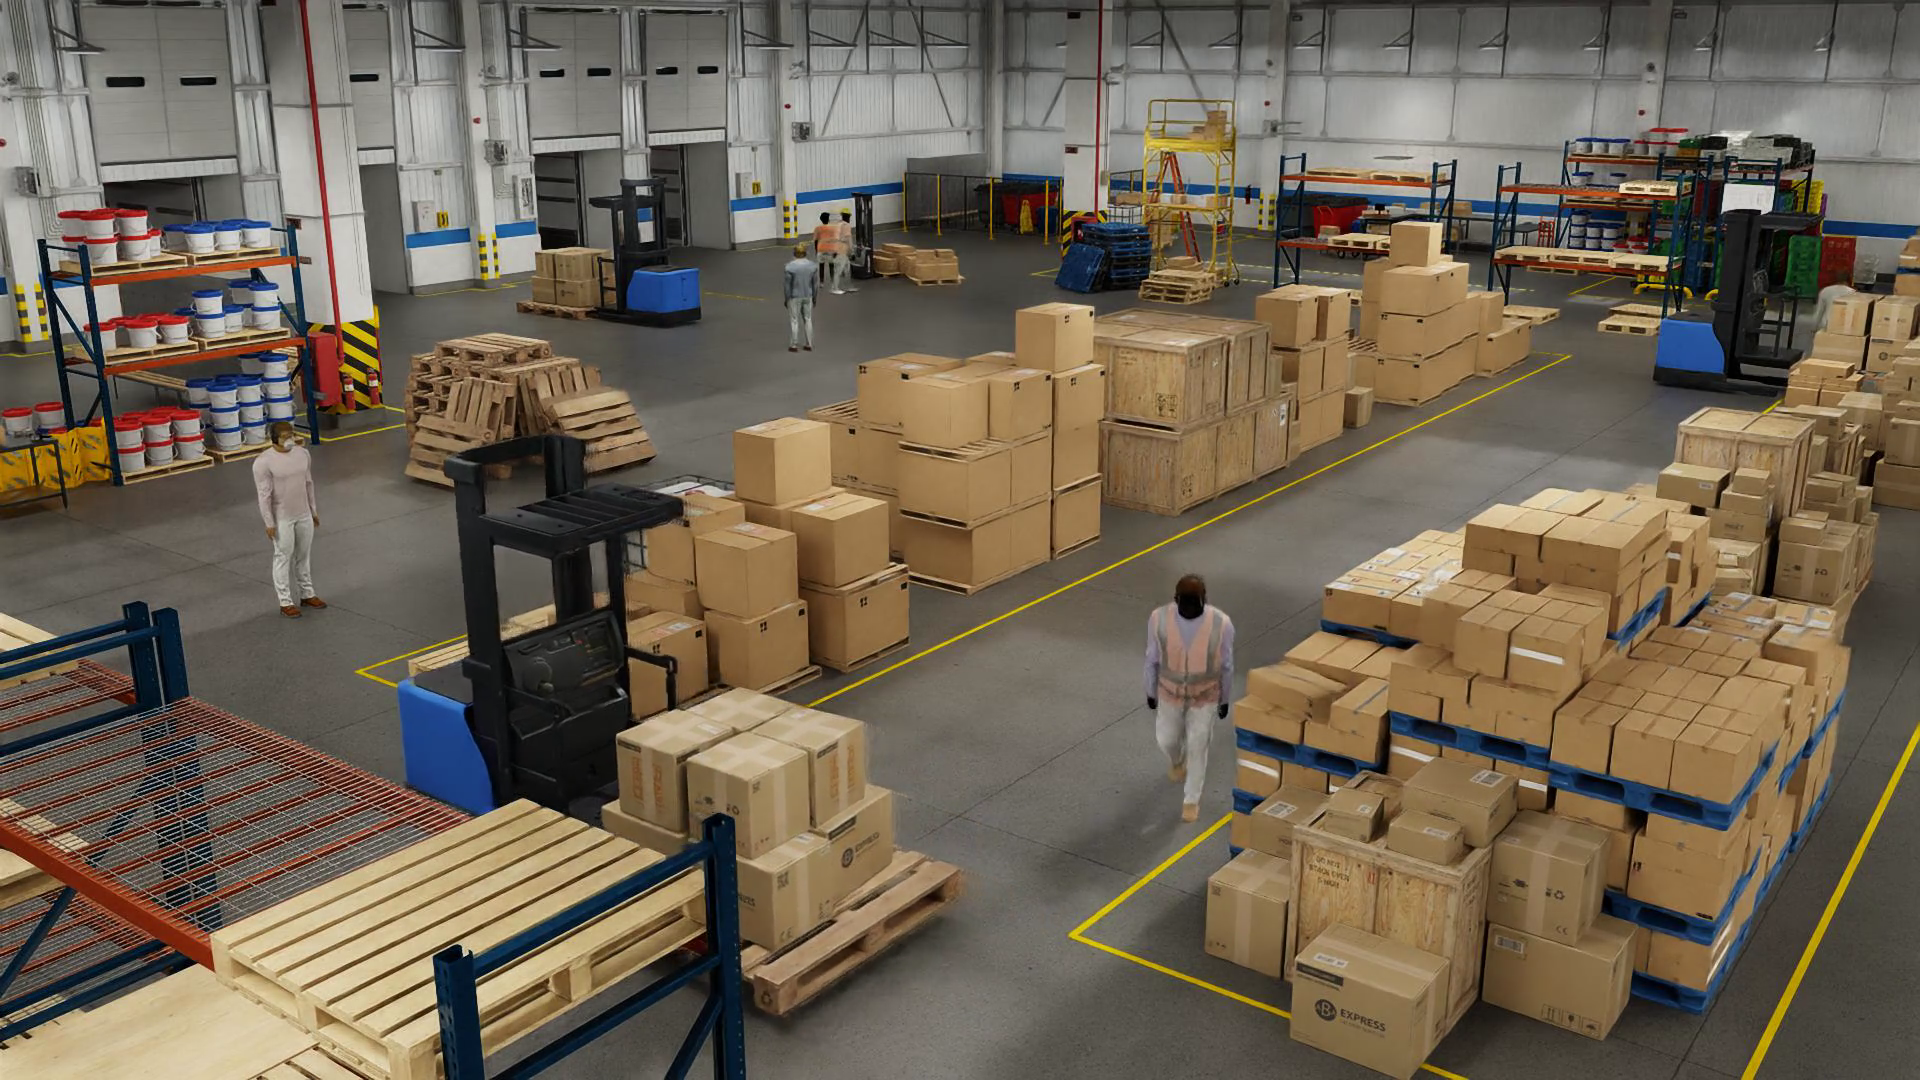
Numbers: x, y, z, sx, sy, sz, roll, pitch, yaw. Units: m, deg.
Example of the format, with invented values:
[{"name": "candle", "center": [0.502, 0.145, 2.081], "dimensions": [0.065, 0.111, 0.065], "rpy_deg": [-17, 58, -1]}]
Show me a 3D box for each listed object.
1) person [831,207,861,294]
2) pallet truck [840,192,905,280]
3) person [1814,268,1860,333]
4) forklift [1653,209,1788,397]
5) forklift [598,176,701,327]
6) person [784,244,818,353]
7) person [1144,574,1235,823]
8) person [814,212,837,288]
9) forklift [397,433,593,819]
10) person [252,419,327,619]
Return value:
[{"name": "person", "center": [-2.502, -6.346, 36.494], "dimensions": [0.848, 1.864, 0.697], "rpy_deg": [-10, 19, -29]}, {"name": "pallet truck", "center": [-1.936, -7.159, 38.982], "dimensions": [1.885, 1.965, 0.823], "rpy_deg": [-12, 21, -34]}, {"name": "person", "center": [14.007, -3.397, 26.666], "dimensions": [0.738, 1.919, 0.633], "rpy_deg": [-14, 22, -38]}, {"name": "forklift", "center": [12.271, -3.827, 26.446], "dimensions": [1.873, 2.768, 1.129], "rpy_deg": [12, 21, 35]}, {"name": "forklift", "center": [-6.138, -5.705, 32.666], "dimensions": [1.873, 2.768, 1.129], "rpy_deg": [12, 21, 35]}, {"name": "person", "center": [-2.832, -4.309, 29.675], "dimensions": [0.636, 1.928, 0.380], "rpy_deg": [-8, 19, -25]}, {"name": "person", "center": [1.654, 1.080, 12.007], "dimensions": [0.639, 1.827, 0.631], "rpy_deg": [4, 17, 14]}, {"name": "person", "center": [-3.003, -6.489, 37.274], "dimensions": [0.530, 1.696, 0.322], "rpy_deg": [0, 17, 1]}, {"name": "forklift", "center": [-2.954, 0.709, 11.425], "dimensions": [1.873, 2.768, 1.129], "rpy_deg": [12, 21, 35]}, {"name": "person", "center": [-6.482, -0.221, 16.111], "dimensions": [0.372, 1.940, 0.631], "rpy_deg": [9, 19, 26]}]
